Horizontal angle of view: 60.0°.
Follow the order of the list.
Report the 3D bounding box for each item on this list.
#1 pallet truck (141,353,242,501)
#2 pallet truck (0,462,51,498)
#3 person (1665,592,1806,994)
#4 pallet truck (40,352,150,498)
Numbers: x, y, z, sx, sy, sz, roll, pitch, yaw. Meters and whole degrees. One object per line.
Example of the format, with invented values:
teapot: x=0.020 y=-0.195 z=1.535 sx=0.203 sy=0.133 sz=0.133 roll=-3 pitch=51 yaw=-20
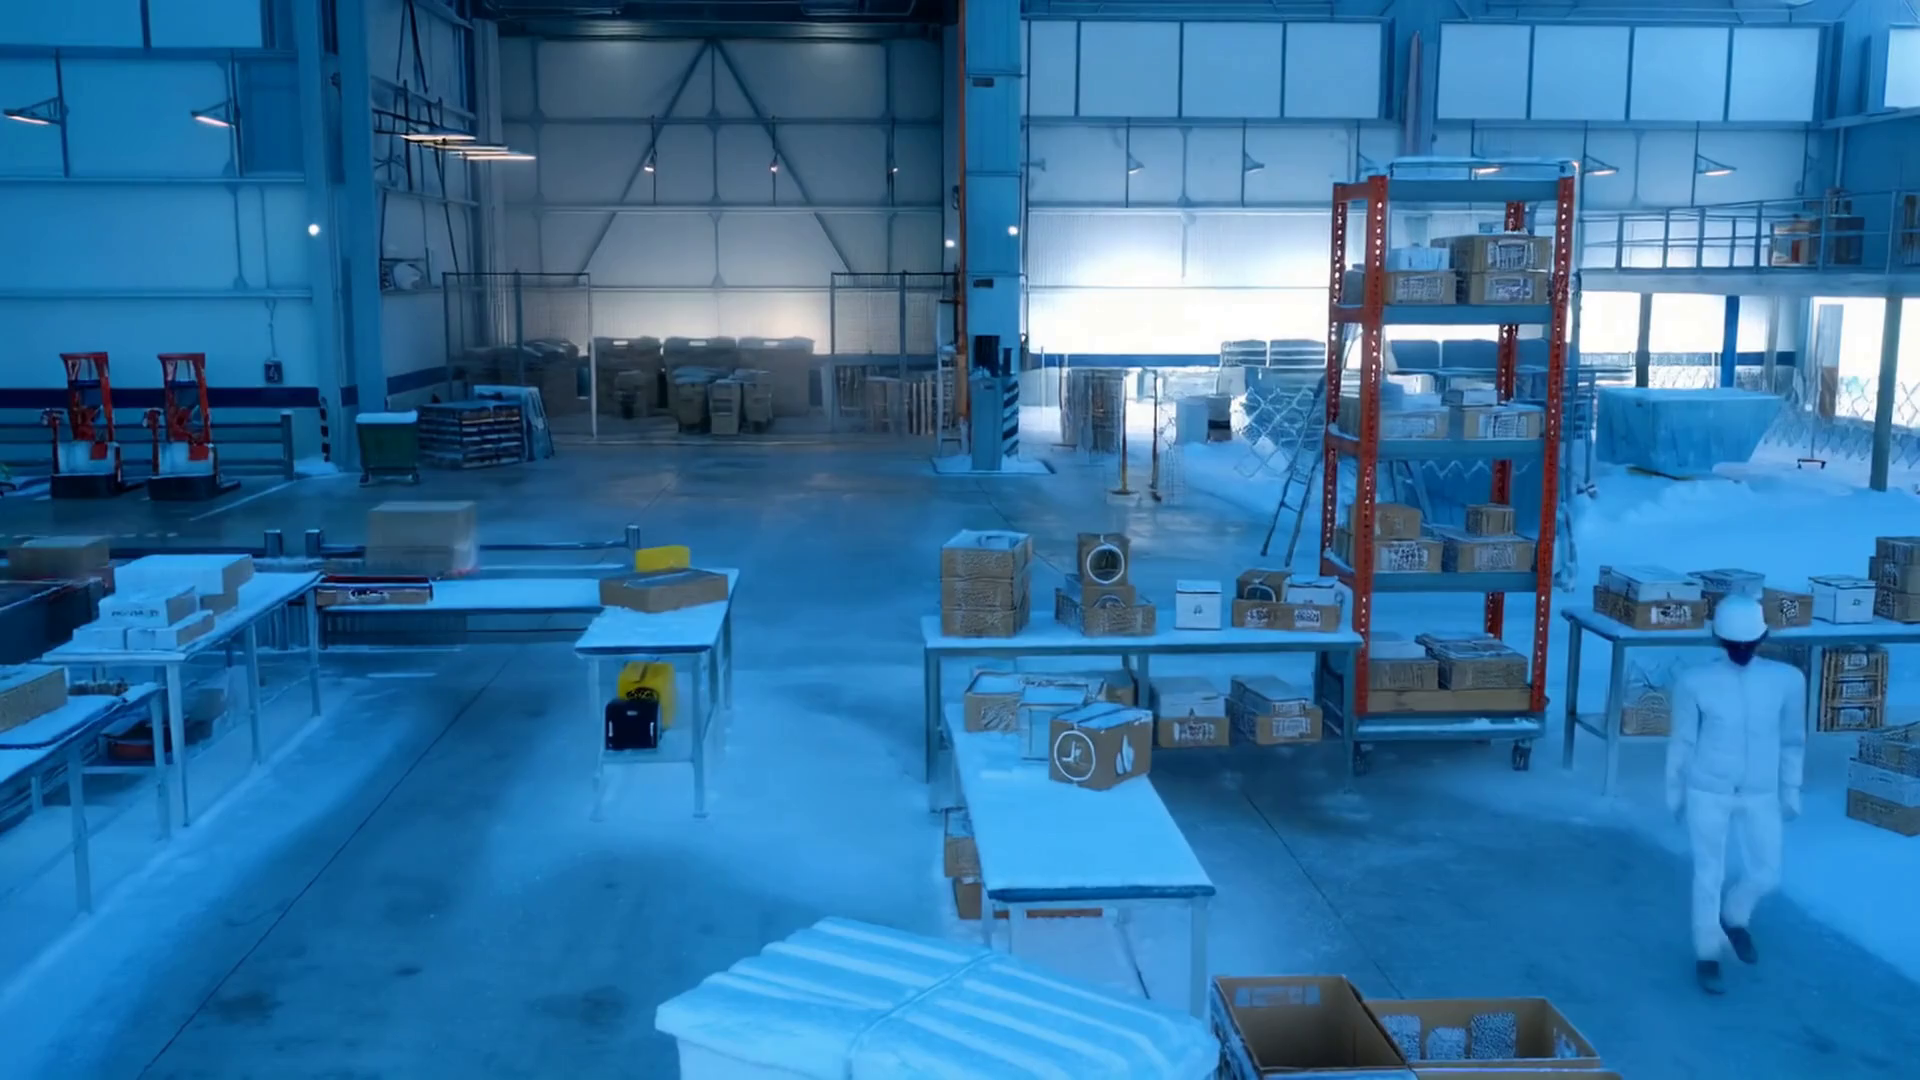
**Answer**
pallet truck: x=-10.520 y=-1.604 z=22.925 sx=0.823 sy=1.965 sz=1.885 roll=-1 pitch=9 yaw=-6
pallet truck: x=-13.193 y=-1.293 z=23.148 sx=0.653 sy=1.274 sz=1.630 roll=-1 pitch=9 yaw=-4
person: x=3.269 y=1.050 z=7.051 sx=0.548 sy=1.737 sz=0.552 roll=2 pitch=9 yaw=10
pallet truck: x=-11.907 y=-1.642 z=23.165 sx=0.823 sy=1.965 sz=1.885 roll=0 pitch=9 yaw=0
